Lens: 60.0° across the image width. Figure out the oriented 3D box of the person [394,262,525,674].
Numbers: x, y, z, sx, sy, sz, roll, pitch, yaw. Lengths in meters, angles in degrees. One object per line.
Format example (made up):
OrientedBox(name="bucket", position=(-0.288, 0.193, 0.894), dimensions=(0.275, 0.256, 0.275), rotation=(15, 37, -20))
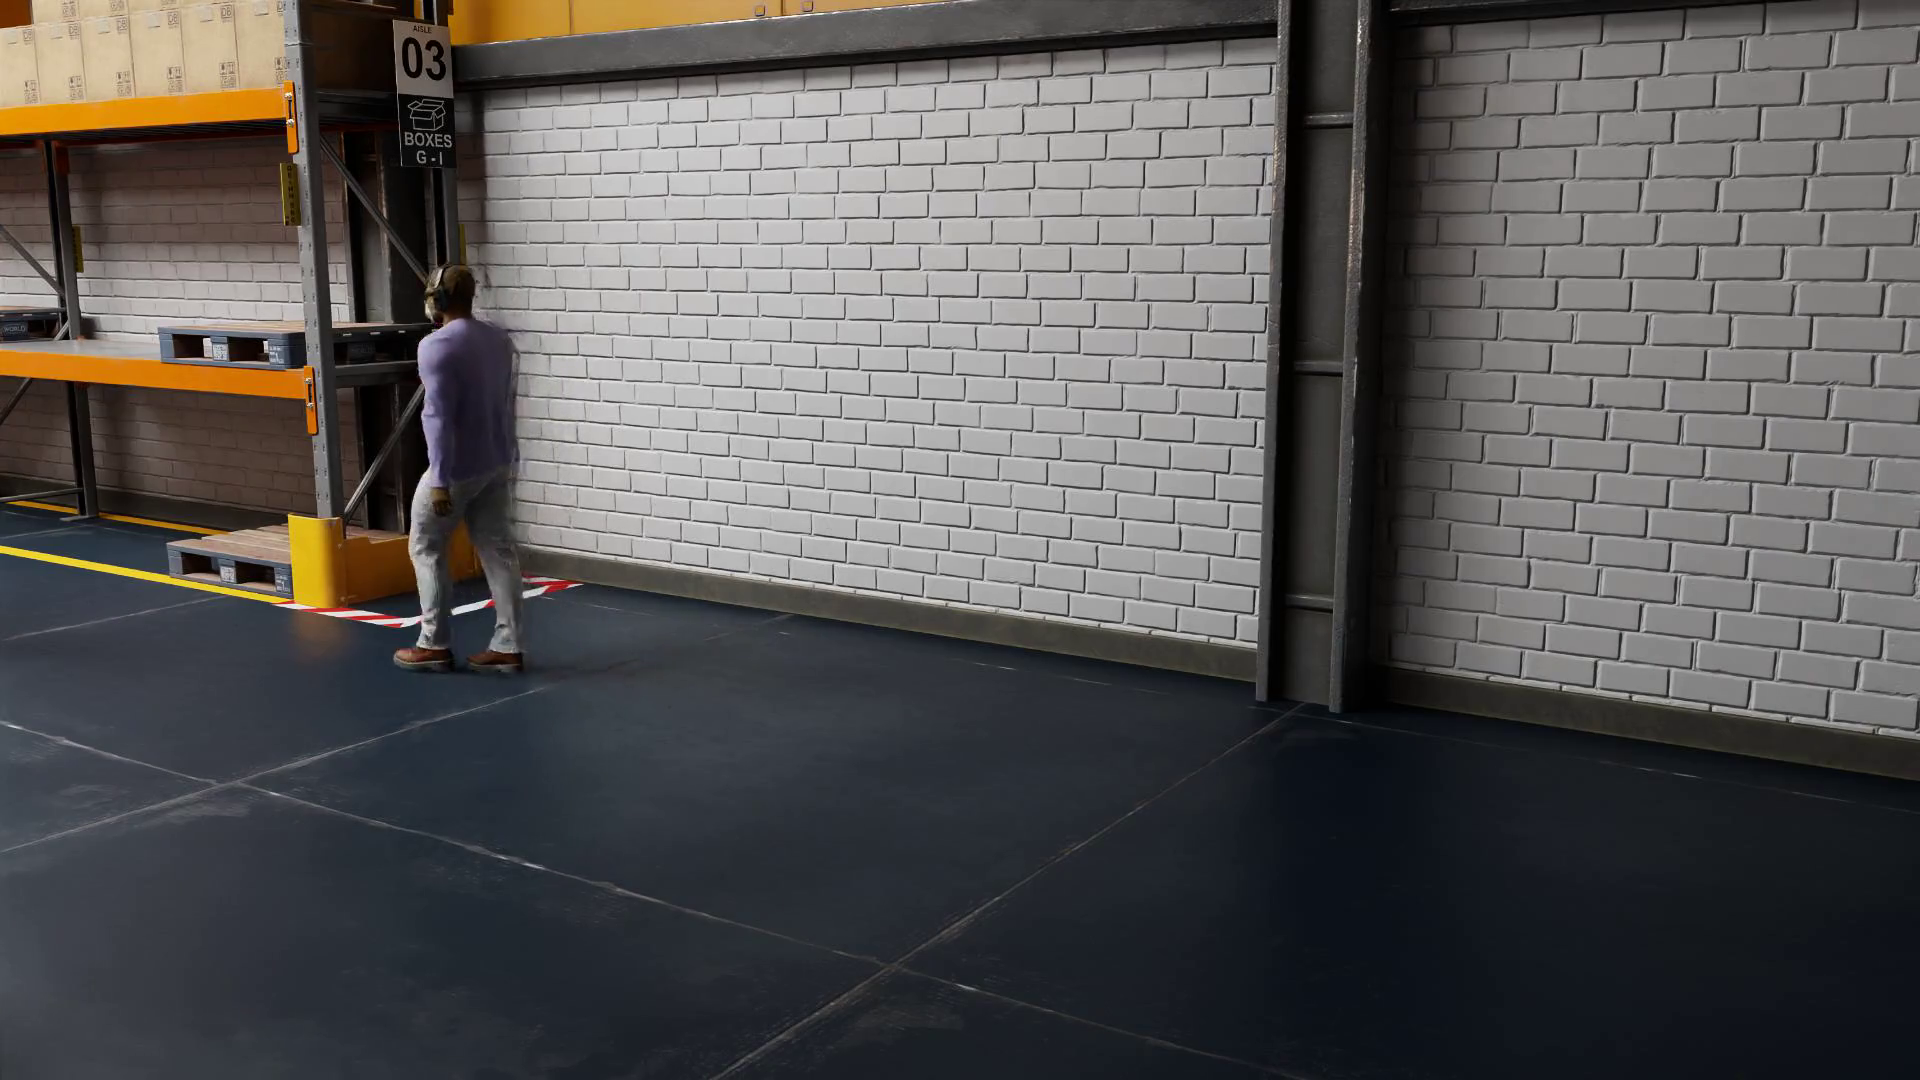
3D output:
OrientedBox(name="person", position=(-2.382, -0.322, 7.764), dimensions=(0.780, 1.910, 0.662), rotation=(4, 11, 19))
